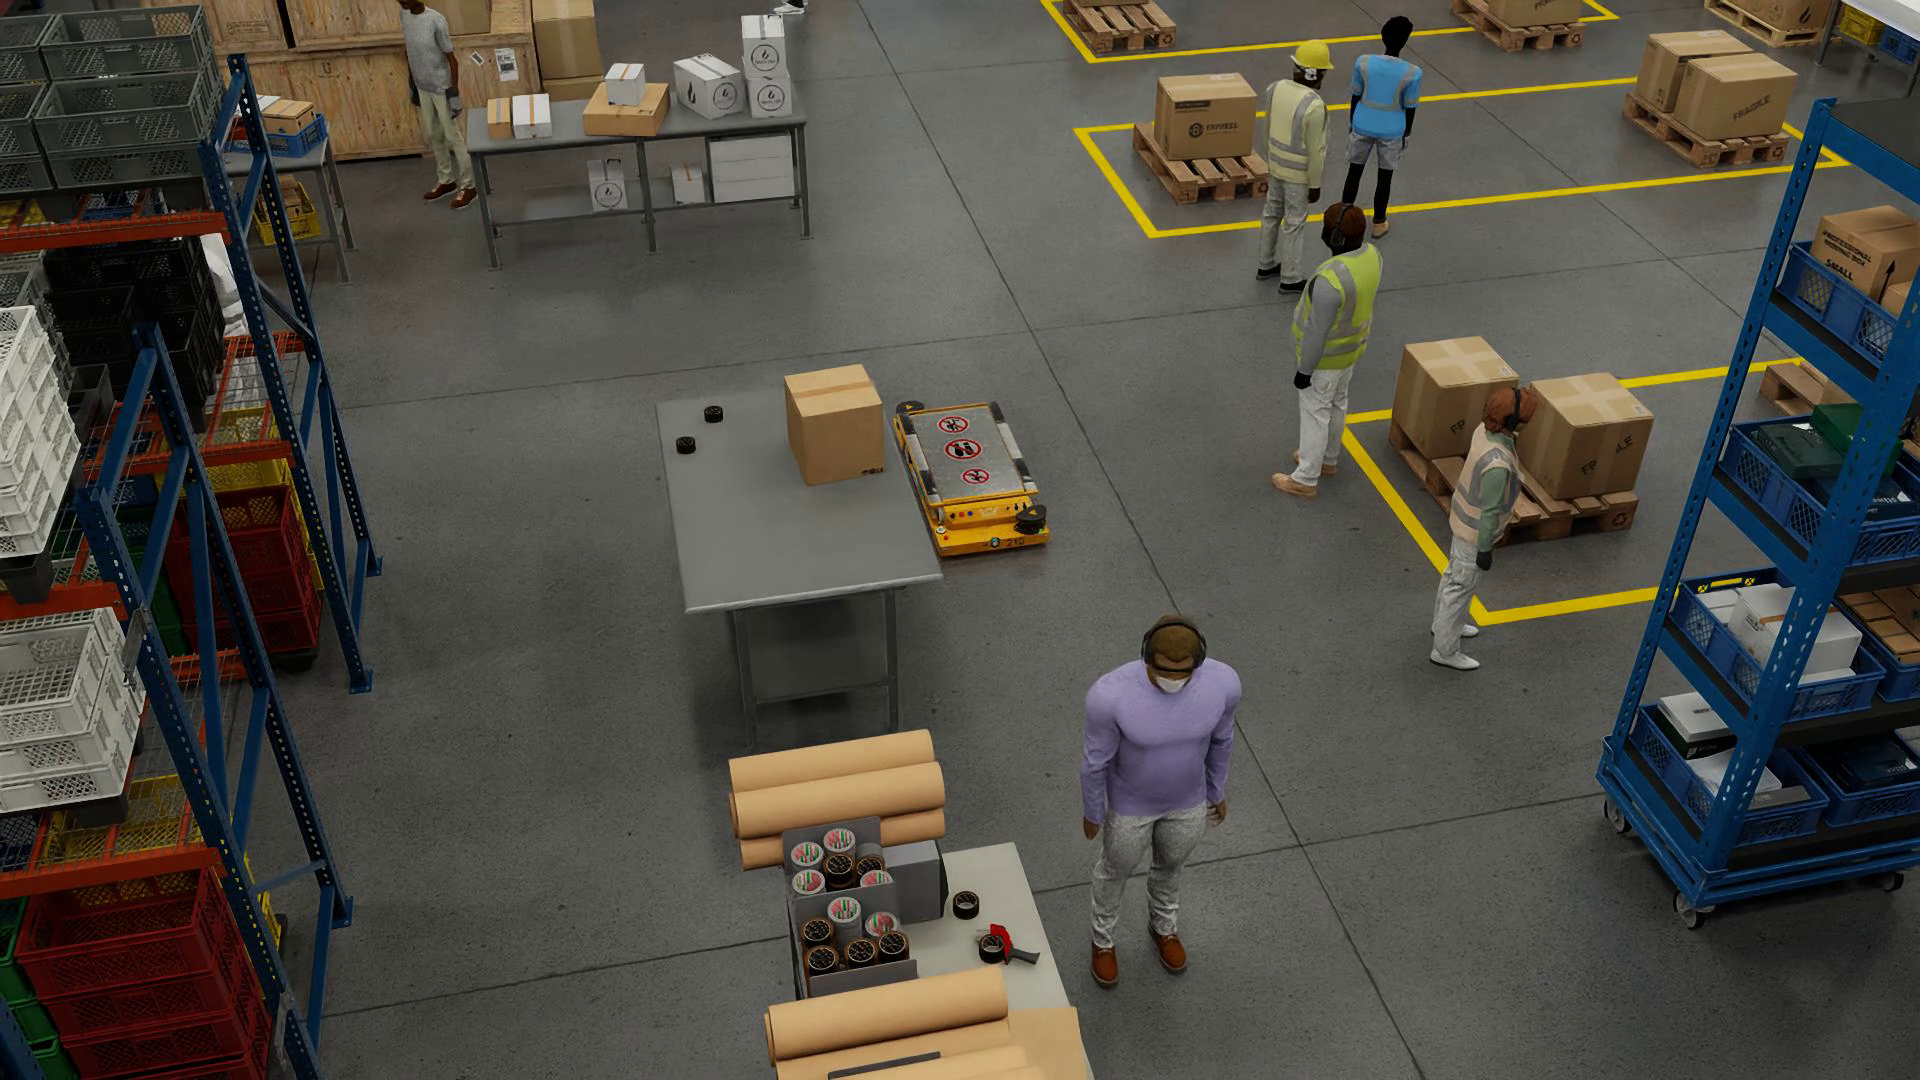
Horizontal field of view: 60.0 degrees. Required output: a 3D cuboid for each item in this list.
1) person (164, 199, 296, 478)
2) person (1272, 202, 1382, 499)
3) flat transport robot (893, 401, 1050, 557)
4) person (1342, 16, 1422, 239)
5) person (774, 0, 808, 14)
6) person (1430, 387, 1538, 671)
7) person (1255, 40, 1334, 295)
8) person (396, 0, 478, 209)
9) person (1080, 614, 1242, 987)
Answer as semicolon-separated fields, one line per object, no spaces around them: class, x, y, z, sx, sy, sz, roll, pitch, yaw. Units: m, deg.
person;-4.361;-1.256;9.879;0.349;1.881;0.584;0;37;0
person;2.144;-1.106;9.721;0.429;1.836;0.614;24;43;29
flat transport robot;0.046;-0.430;10.108;0.652;0.197;1.431;-8;37;-10
person;3.155;-3.090;12.505;0.531;1.690;0.319;18;40;22
person;-1.709;-6.220;16.525;0.377;1.911;0.597;5;37;7
person;2.645;-0.067;8.489;0.313;1.634;0.514;6;37;9
person;2.379;-2.635;11.781;0.403;1.823;0.586;-17;40;-22
person;-4.083;-3.491;12.897;0.535;1.864;0.309;21;41;25
person;0.790;1.044;6.742;0.634;1.936;0.351;-7;37;-10
